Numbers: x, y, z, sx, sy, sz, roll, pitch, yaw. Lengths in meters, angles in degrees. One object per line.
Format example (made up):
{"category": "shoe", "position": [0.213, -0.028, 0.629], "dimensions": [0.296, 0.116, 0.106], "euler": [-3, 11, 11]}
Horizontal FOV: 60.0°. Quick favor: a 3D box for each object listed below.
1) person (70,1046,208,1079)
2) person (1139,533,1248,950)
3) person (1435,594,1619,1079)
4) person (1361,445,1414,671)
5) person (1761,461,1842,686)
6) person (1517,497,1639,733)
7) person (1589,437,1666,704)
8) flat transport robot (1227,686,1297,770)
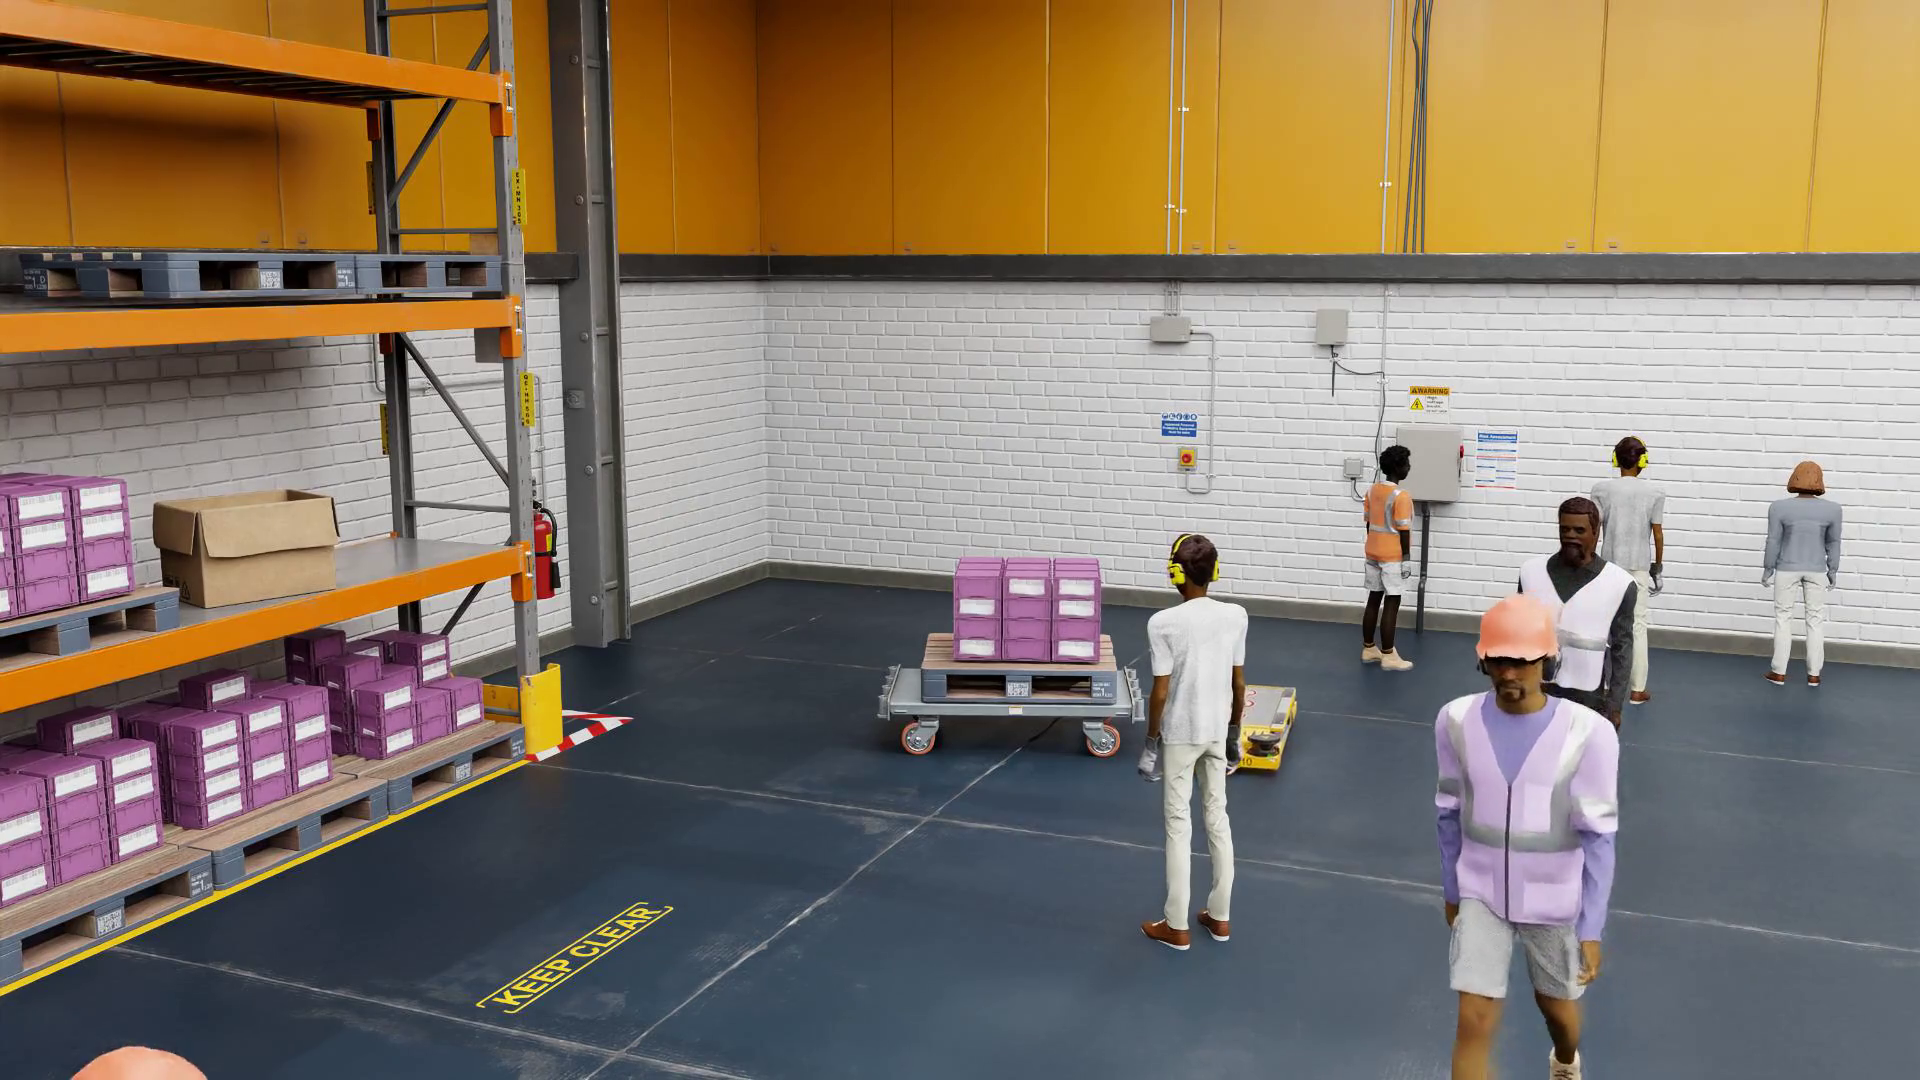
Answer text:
{"category": "person", "position": [-1.307, 1.671, 2.636], "dimensions": [1.016, 1.896, 0.541], "euler": [8, 12, 41]}
{"category": "person", "position": [1.035, 0.895, 7.415], "dimensions": [0.507, 1.861, 0.329], "euler": [-4, 10, -23]}
{"category": "person", "position": [1.872, 1.145, 5.515], "dimensions": [0.631, 2.004, 1.048], "euler": [6, 11, 34]}
{"category": "person", "position": [3.238, 0.129, 12.543], "dimensions": [0.317, 1.695, 0.540], "euler": [-3, 10, -17]}
{"category": "person", "position": [6.083, 0.243, 12.042], "dimensions": [0.507, 1.631, 0.266], "euler": [2, 10, 13]}
{"category": "person", "position": [2.991, 0.736, 8.186], "dimensions": [0.592, 1.922, 0.392], "euler": [8, 12, 39]}
{"category": "person", "position": [4.615, 0.210, 11.552], "dimensions": [0.518, 1.865, 0.326], "euler": [4, 10, 22]}
{"category": "flat transport robot", "position": [1.771, 1.155, 10.636], "dimensions": [0.652, 0.197, 1.431], "euler": [3, 10, 16]}
